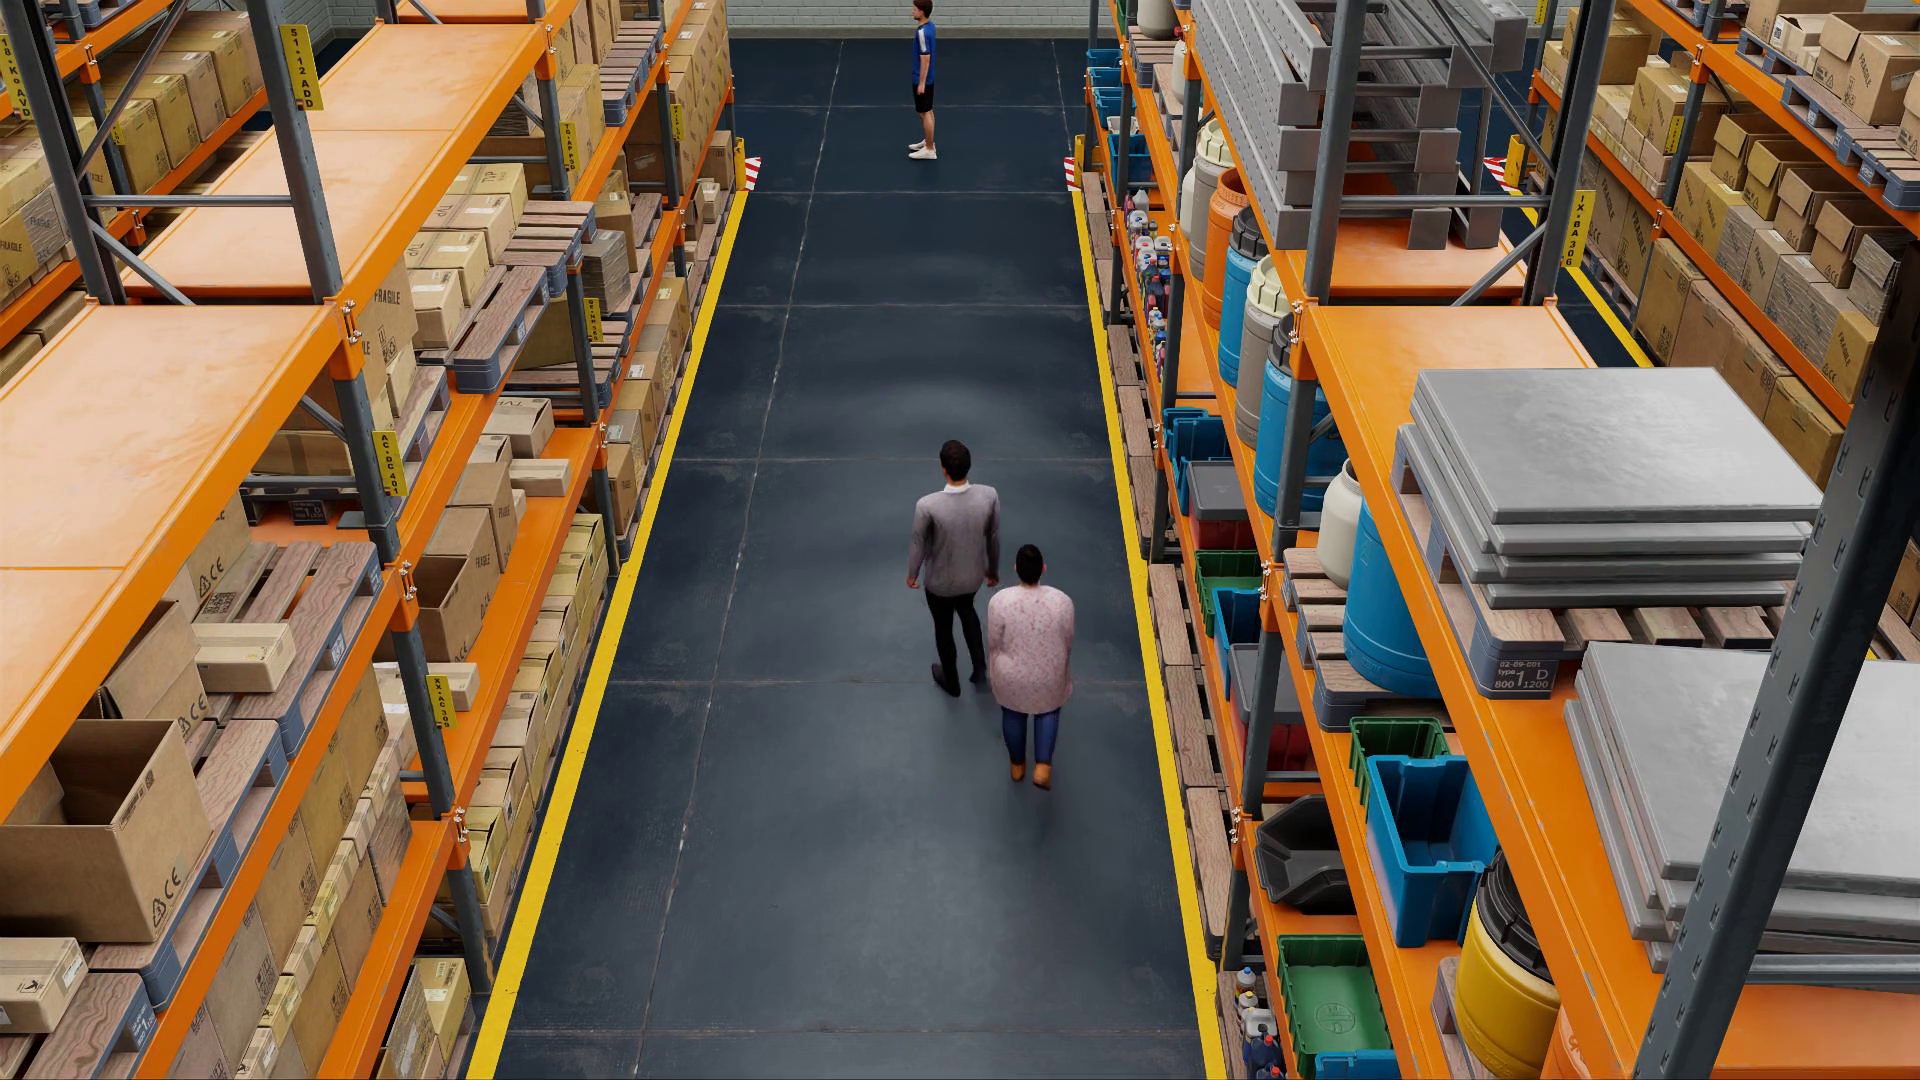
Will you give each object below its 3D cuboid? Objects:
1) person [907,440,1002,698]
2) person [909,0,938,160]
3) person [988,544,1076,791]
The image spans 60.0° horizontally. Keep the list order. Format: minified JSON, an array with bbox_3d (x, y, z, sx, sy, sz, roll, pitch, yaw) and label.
[{"bbox_3d":[-0.003,0.257,10.638,0.875,1.912,0.893,-14,36,-21],"label":"person"},{"bbox_3d":[-0.418,-5.383,19.353,0.705,1.866,0.485,0,33,0],"label":"person"},{"bbox_3d":[0.409,0.808,9.956,0.711,1.732,0.838,2,33,3],"label":"person"}]
